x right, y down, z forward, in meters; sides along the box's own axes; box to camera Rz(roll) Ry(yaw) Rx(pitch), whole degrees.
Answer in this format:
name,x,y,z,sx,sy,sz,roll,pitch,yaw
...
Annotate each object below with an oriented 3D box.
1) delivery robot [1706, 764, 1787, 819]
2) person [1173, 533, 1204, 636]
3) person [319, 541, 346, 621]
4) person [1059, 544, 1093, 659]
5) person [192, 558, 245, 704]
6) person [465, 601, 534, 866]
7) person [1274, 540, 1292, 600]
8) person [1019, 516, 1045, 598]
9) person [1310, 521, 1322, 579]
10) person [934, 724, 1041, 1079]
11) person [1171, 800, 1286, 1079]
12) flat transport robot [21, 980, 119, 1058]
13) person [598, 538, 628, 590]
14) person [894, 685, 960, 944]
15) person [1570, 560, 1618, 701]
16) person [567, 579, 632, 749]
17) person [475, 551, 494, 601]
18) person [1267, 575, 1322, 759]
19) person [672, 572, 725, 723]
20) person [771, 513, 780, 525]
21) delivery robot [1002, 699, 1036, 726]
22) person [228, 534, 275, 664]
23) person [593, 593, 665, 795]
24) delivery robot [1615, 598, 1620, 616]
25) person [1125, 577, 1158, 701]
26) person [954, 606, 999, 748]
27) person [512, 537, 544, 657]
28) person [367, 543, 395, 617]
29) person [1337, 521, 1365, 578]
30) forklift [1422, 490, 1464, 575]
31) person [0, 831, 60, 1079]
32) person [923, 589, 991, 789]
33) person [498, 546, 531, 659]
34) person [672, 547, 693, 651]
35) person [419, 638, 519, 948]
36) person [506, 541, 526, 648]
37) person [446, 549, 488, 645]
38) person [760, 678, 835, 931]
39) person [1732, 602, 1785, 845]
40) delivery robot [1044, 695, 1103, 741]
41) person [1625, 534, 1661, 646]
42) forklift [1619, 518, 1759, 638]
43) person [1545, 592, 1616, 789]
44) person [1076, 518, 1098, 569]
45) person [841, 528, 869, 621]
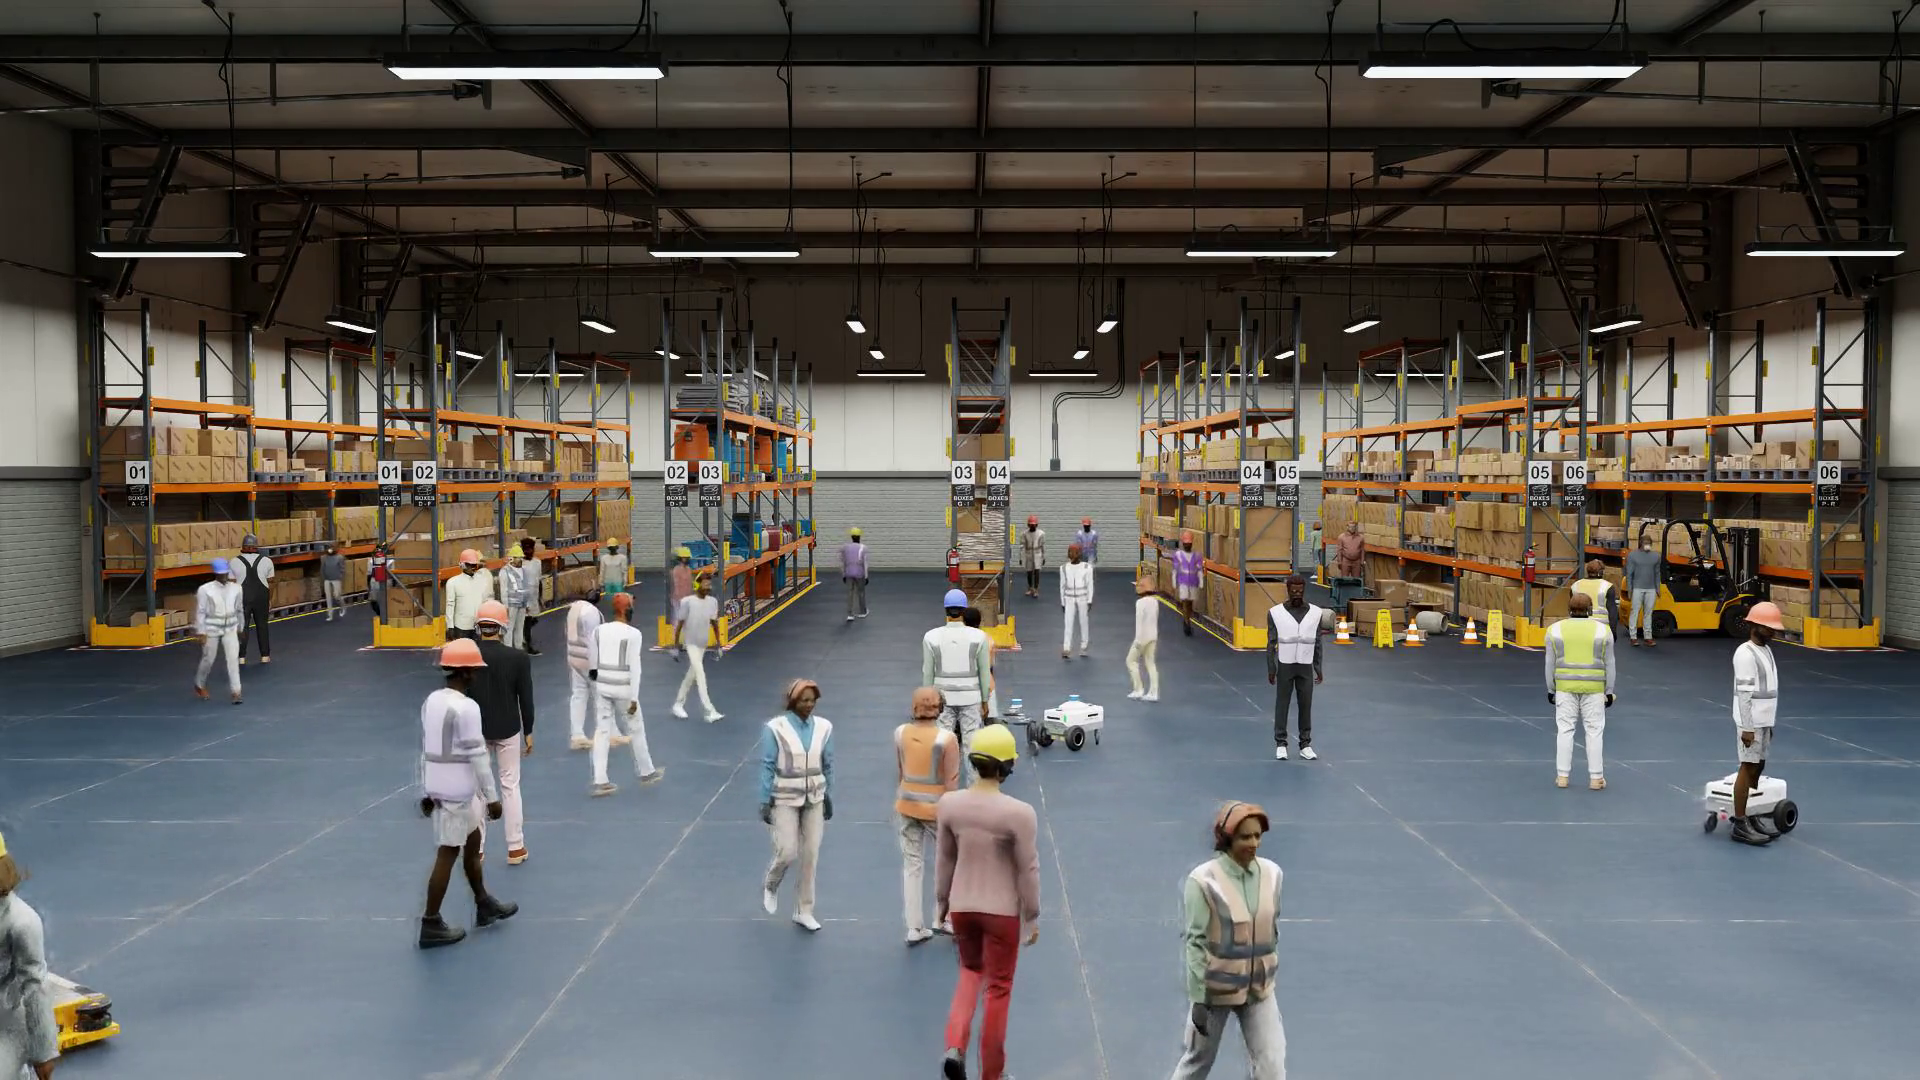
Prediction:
name,x,y,z,sx,sy,sz,roll,pitch,yaw
delivery robot,6.500,2.096,13.351,0.707,0.478,0.477,-2,3,-33
person,4.235,0.811,29.956,0.558,1.890,0.977,0,2,-4
person,-12.735,0.828,32.788,0.504,1.621,0.431,0,2,2
person,1.880,0.988,26.114,0.577,1.837,0.989,1,2,15
person,-9.653,1.165,20.999,0.978,1.896,0.659,2,3,43
person,-3.553,1.457,12.272,0.617,1.993,0.396,0,2,-12
person,7.481,0.480,37.684,0.587,1.929,0.360,0,2,12
person,1.767,0.396,39.267,0.629,1.997,0.874,0,2,6
person,10.231,0.286,46.203,0.500,1.636,0.284,-1,3,-26
person,0.137,1.755,7.682,0.547,1.755,0.378,1,3,28
person,1.123,1.872,6.772,0.518,1.598,0.851,-1,3,-26
flat transport robot,-5.127,2.475,8.549,1.431,0.197,0.652,2,3,37
person,-6.689,0.829,31.133,0.530,1.750,0.389,0,2,6
person,-0.185,1.725,10.239,0.509,1.618,0.482,1,3,31
person,8.342,1.178,21.200,0.429,1.845,0.621,-2,3,-41
person,-3.891,1.335,17.429,0.713,1.822,0.660,-2,3,-36
person,-7.450,1.067,24.707,0.788,1.790,0.581,0,2,8
person,3.486,1.318,16.851,0.589,1.913,0.377,0,2,-6
person,-3.140,1.277,19.399,1.075,1.805,0.531,2,3,43
person,-5.403,0.143,47.052,0.314,1.861,0.511,0,2,-2
delivery robot,0.609,1.816,17.243,0.335,0.223,0.698,0,2,-9
person,-11.142,0.936,25.357,0.683,2.000,0.537,-1,3,-30
person,-3.131,1.414,15.108,0.601,1.842,0.917,1,3,27
delivery robot,13.241,1.318,32.998,0.477,0.478,0.707,0,2,-9
person,2.372,1.294,21.132,0.542,1.610,0.528,2,3,39
person,0.133,1.483,15.899,0.550,1.653,0.824,-2,3,-35
person,-7.126,0.918,26.446,0.708,1.948,0.626,1,3,31
person,-10.934,0.880,30.537,0.549,1.682,0.434,0,2,-6
person,8.996,0.513,37.122,0.638,1.911,0.406,0,2,-1
forklift,13.926,-0.371,47.846,1.873,2.768,1.129,0,2,0
person,-3.619,1.860,5.870,0.503,1.693,0.904,1,3,28
person,-0.026,1.405,14.228,0.602,1.943,0.393,0,2,3
person,-7.027,1.009,25.554,0.404,1.834,0.589,1,2,23
person,-4.595,0.992,27.083,0.617,1.745,0.525,1,3,28
person,-3.108,1.580,10.315,0.870,1.903,0.561,-2,3,-43
person,-7.585,0.934,27.628,0.613,1.814,0.618,2,3,42
person,-6.386,1.110,21.019,0.394,1.990,0.625,2,3,41
person,-1.066,1.704,10.508,0.524,1.623,0.420,-2,3,-34
person,6.439,1.461,13.000,0.371,1.927,0.552,2,3,42
delivery robot,1.242,1.931,17.575,0.477,0.478,0.707,2,3,43
person,11.838,0.862,27.956,0.631,1.940,0.372,0,2,-5
forklift,13.417,0.684,29.791,2.313,2.155,1.214,0,2,0
person,5.858,1.415,15.257,0.626,1.844,0.429,1,2,24
person,3.217,0.376,40.991,0.565,1.888,1.020,0,2,6
person,-2.126,0.696,32.887,0.610,1.870,0.977,1,2,14
